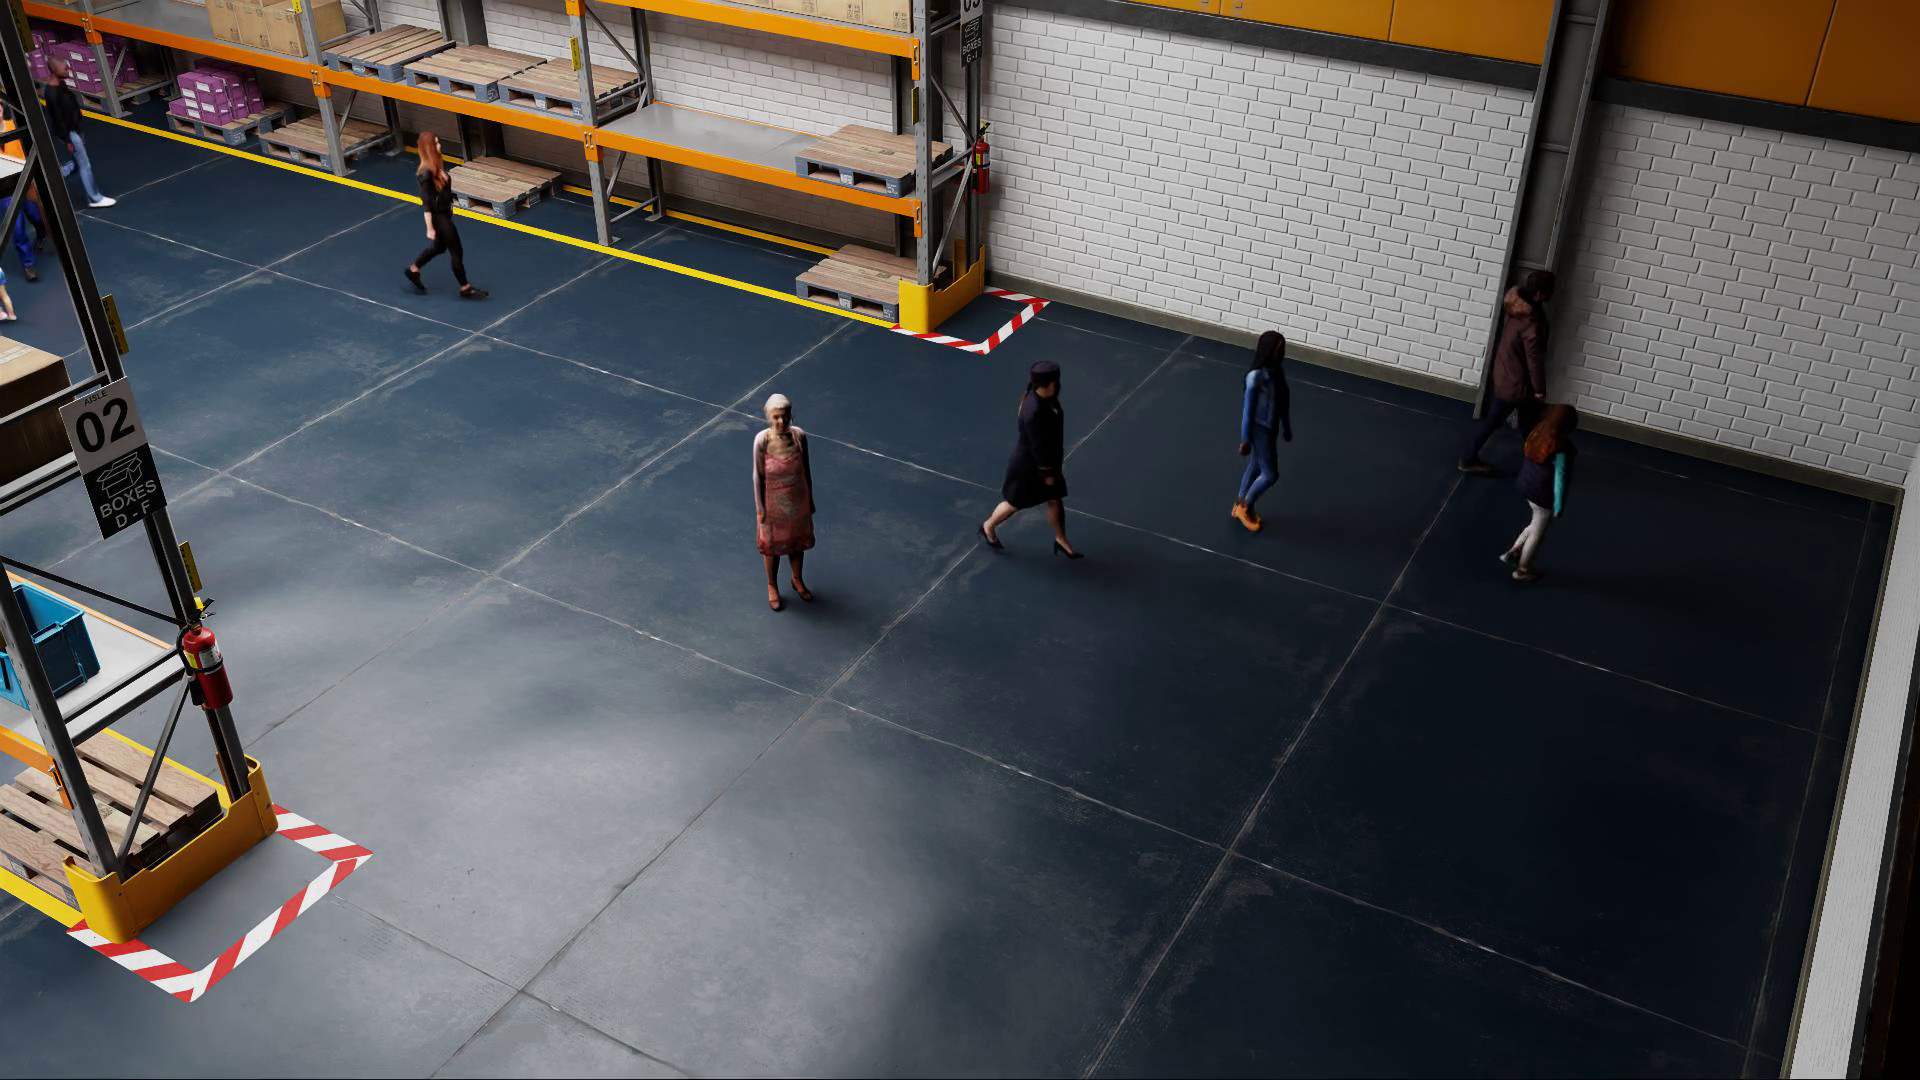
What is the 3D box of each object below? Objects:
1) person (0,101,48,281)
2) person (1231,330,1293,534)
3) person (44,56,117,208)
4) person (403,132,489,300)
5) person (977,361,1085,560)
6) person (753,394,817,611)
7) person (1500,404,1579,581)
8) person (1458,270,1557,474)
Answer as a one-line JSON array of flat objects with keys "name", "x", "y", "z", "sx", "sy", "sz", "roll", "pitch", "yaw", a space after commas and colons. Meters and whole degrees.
[{"name": "person", "x": -9.556, "y": -3.629, "z": 16.848, "sx": 1.112, "sy": 1.848, "sz": 1.243, "roll": -12, "pitch": 35, "yaw": -17}, {"name": "person", "x": 2.240, "y": -0.859, "z": 12.815, "sx": 0.651, "sy": 1.698, "sz": 0.635, "roll": 21, "pitch": 39, "yaw": 28}, {"name": "person", "x": -9.803, "y": -4.419, "z": 18.152, "sx": 1.055, "sy": 1.719, "sz": 0.982, "roll": -9, "pitch": 35, "yaw": -13}, {"name": "person", "x": -5.184, "y": -3.156, "z": 16.284, "sx": 1.184, "sy": 1.684, "sz": 0.950, "roll": 2, "pitch": 34, "yaw": 2}, {"name": "person", "x": 0.483, "y": -0.557, "z": 12.420, "sx": 1.101, "sy": 1.633, "sz": 0.757, "roll": 13, "pitch": 36, "yaw": 19}, {"name": "person", "x": -1.275, "y": -0.288, "z": 11.963, "sx": 0.696, "sy": 1.691, "sz": 0.733, "roll": -15, "pitch": 36, "yaw": -21}, {"name": "person", "x": 4.220, "y": -0.340, "z": 12.225, "sx": 0.741, "sy": 1.488, "sz": 0.695, "roll": -3, "pitch": 34, "yaw": -4}, {"name": "person", "x": 4.379, "y": -1.309, "z": 13.396, "sx": 1.209, "sy": 1.804, "sz": 0.988, "roll": 5, "pitch": 34, "yaw": 8}]
